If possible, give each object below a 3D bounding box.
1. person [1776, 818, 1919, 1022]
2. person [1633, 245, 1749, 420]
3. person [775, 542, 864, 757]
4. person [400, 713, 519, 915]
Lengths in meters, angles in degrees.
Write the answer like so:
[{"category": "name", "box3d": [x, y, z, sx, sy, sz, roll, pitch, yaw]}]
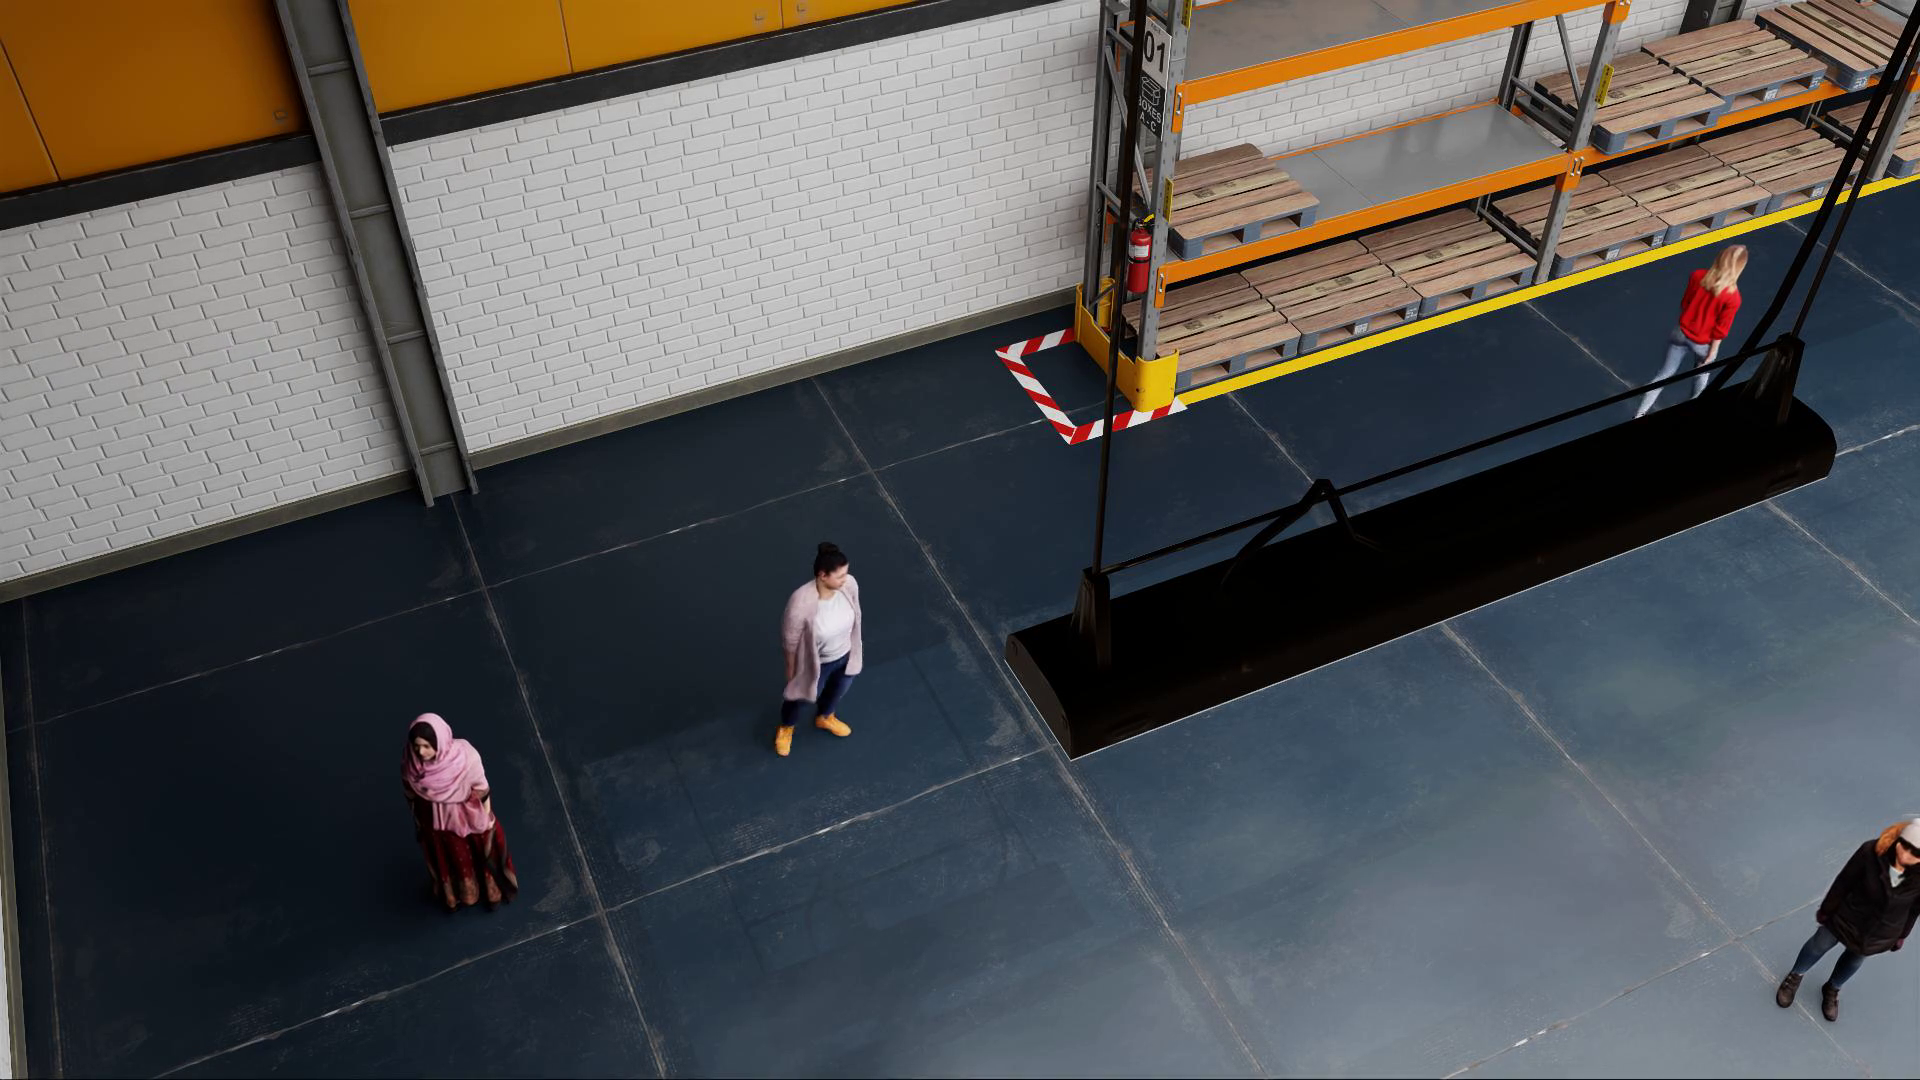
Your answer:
[{"category": "person", "box3d": [4.869, 2.014, 8.941, 0.732, 1.635, 0.779, 18, 47, 18]}, {"category": "person", "box3d": [5.504, -1.492, 12.598, 1.147, 1.668, 0.801, -29, 51, -27]}, {"category": "person", "box3d": [-0.897, 0.670, 10.301, 0.700, 1.704, 0.913, -19, 47, -19]}, {"category": "person", "box3d": [-2.873, 1.540, 9.436, 0.680, 1.639, 0.809, 0, 44, 0]}]
